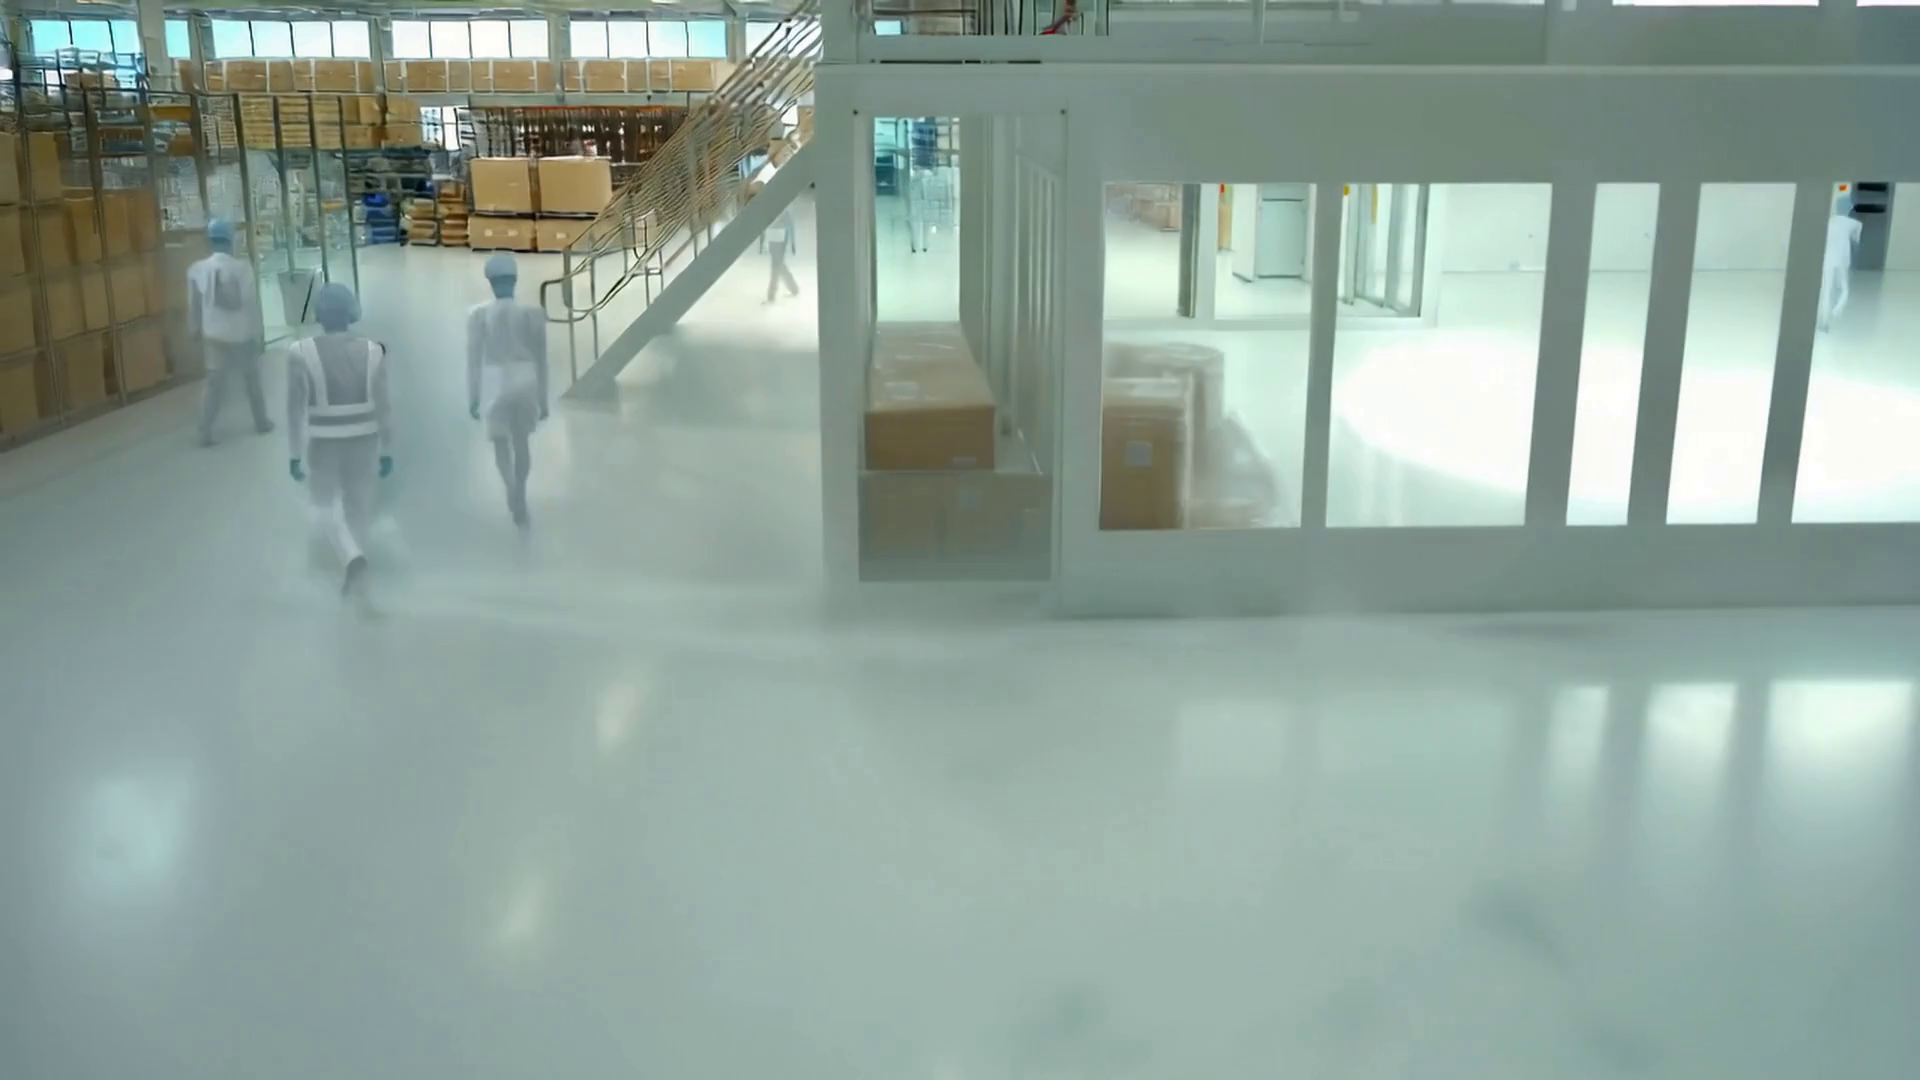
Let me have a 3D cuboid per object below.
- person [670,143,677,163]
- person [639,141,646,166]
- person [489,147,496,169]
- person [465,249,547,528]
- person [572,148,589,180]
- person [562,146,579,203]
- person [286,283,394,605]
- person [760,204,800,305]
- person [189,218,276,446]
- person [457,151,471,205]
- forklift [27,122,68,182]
[{"bbox_3d":[-14.657,-19.301,84.664,0.656,1.804,0.610,4,15,16],"label":"person"},{"bbox_3d":[-16.080,-19.183,83.831,0.717,1.978,0.622,-4,15,-14],"label":"person"},{"bbox_3d":[-20.746,-16.492,73.551,0.743,1.738,0.523,0,14,1],"label":"person"},{"bbox_3d":[-3.104,-1.037,11.476,0.547,1.908,0.869,-6,15,-21],"label":"person"},{"bbox_3d":[-14.172,-13.626,61.900,0.643,1.860,0.923,3,14,11],"label":"person"},{"bbox_3d":[-13.244,-12.459,56.901,0.961,2.000,0.646,-13,19,-41],"label":"person"},{"bbox_3d":[-3.487,-0.519,9.461,0.593,1.867,0.630,-11,18,-38],"label":"person"},{"bbox_3d":[-2.814,-4.624,25.849,0.604,1.884,0.940,10,17,34],"label":"person"},{"bbox_3d":[-6.386,-1.809,14.463,0.630,1.950,1.009,1,14,3],"label":"person"},{"bbox_3d":[-16.866,-12.304,56.635,0.404,1.833,0.587,6,15,23],"label":"person"},{"bbox_3d":[-35.376,-14.773,64.377,1.129,2.768,1.873,-1,14,-2],"label":"forklift"}]
